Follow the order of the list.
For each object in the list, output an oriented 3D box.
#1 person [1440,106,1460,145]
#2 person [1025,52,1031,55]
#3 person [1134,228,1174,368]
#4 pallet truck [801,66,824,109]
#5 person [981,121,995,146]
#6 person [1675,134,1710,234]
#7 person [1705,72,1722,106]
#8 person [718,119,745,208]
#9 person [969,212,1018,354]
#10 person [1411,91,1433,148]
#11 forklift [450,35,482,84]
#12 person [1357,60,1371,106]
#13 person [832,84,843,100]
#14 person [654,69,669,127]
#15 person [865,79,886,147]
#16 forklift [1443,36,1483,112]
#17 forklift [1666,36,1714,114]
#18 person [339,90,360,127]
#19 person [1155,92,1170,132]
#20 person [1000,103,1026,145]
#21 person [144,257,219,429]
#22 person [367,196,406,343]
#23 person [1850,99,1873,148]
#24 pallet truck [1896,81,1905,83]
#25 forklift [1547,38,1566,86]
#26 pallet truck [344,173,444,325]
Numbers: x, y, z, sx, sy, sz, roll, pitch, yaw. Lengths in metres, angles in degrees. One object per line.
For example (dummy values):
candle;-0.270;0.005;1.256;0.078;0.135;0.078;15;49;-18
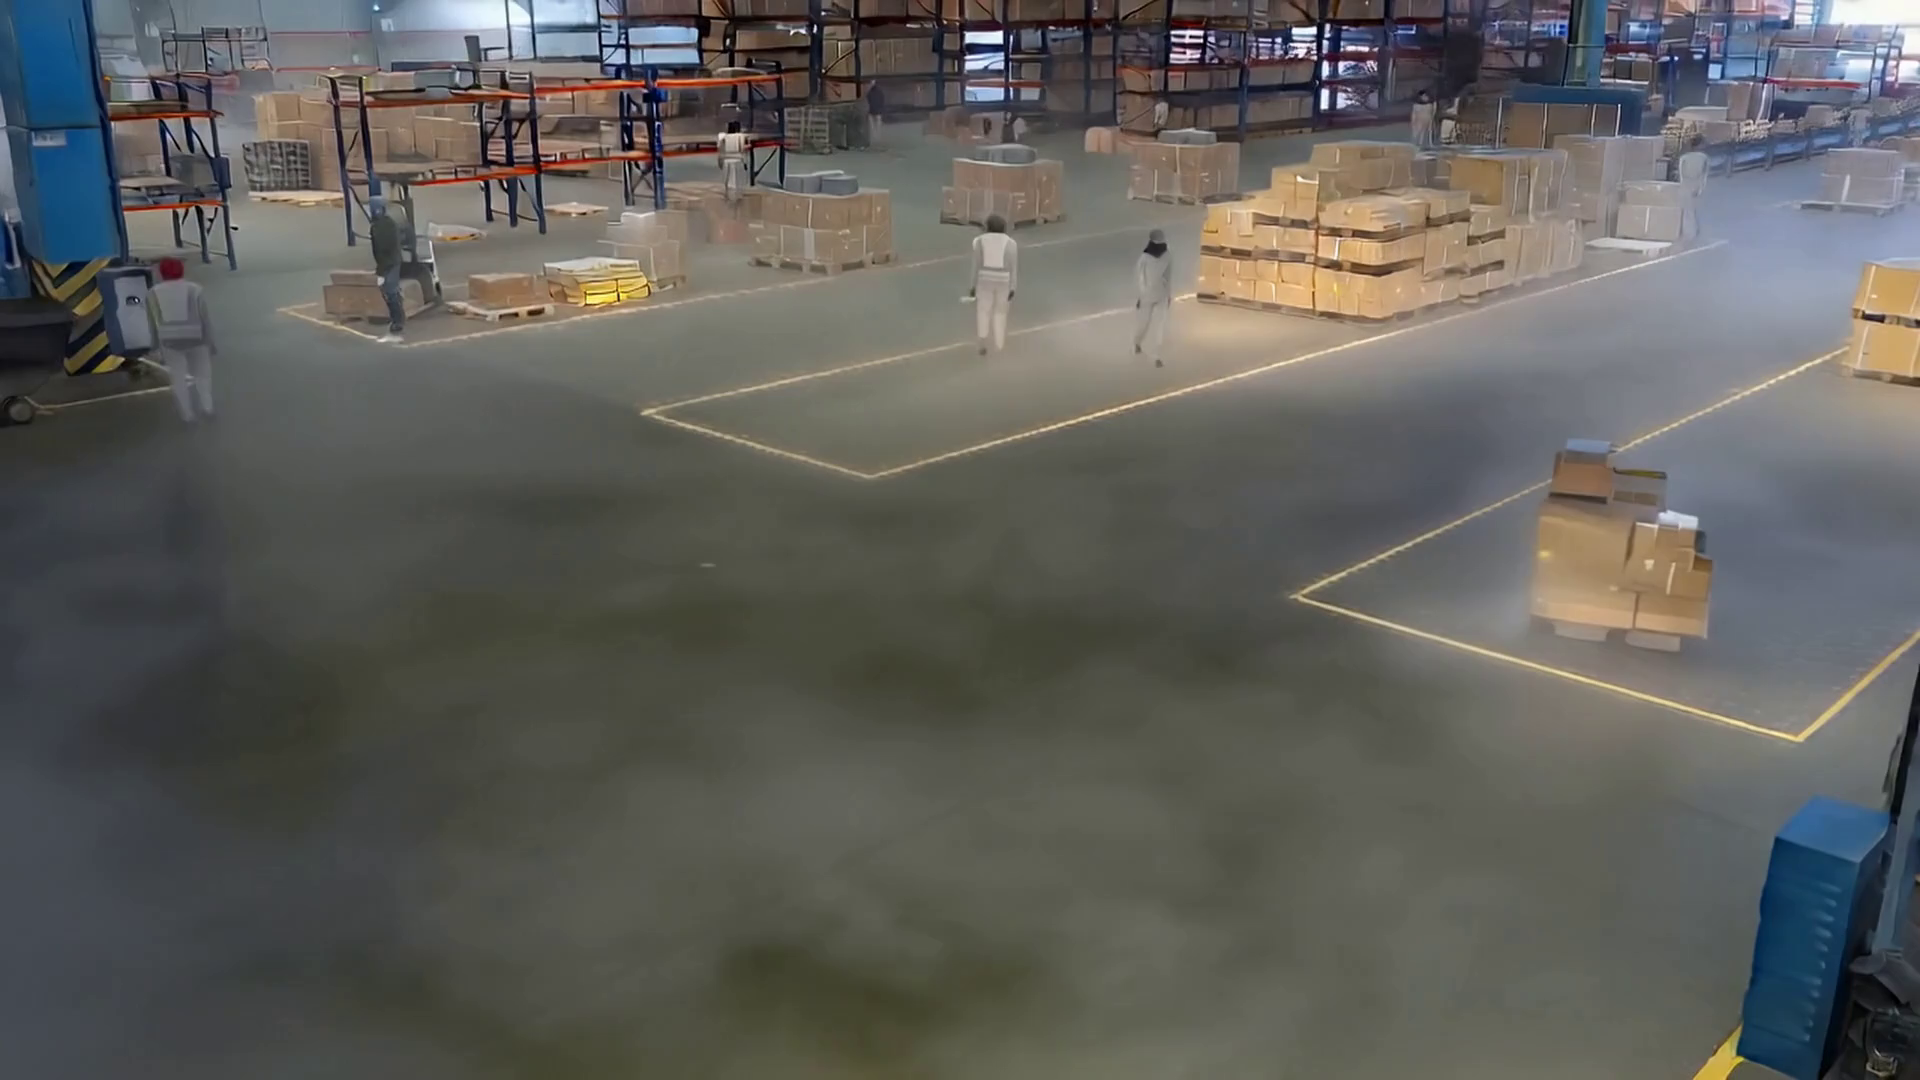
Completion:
person;11.422;-9.143;38.826;0.388;1.929;0.539;-9;21;-26
person;3.060;-21.368;75.693;0.407;1.902;0.638;14;23;36
person;2.403;-3.045;20.764;0.492;1.729;0.577;-2;19;-7
pallet truck;-4.812;-15.182;56.903;0.823;1.965;1.885;-9;21;-26
person;0.659;-8.017;35.559;0.725;1.851;0.517;3;19;9
person;13.781;-6.674;31.398;0.553;1.922;0.419;-1;18;-2
person;26.984;-15.889;59.529;0.523;1.679;0.715;16;24;40
person;-4.897;-8.081;35.706;0.574;1.876;0.356;-6;19;-18
person;0.421;-3.242;21.201;0.629;1.831;0.610;2;18;6
person;12.765;-11.500;46.084;0.601;1.814;0.430;14;23;36
forklift;-18.327;-17.607;62.830;1.873;2.768;1.129;-11;21;-29
person;16.248;-18.327;66.717;0.625;1.796;0.614;0;18;0
person;-3.855;-13.574;52.624;0.307;1.637;0.511;8;20;24
person;-10.128;-14.988;56.459;0.588;1.911;0.396;8;20;23
person;-2.575;-12.812;49.837;0.647;1.942;0.990;-4;19;-13
forklift;19.119;-17.448;62.351;1.873;2.768;1.129;16;24;40
forklift;27.341;-17.291;61.877;1.129;2.768;1.873;17;25;41
person;-16.298;-11.003;44.404;0.374;1.939;0.628;12;22;32
person;5.773;-11.930;47.577;0.319;1.696;0.532;16;24;39
person;1.251;-9.270;39.024;1.008;2.000;0.692;-16;24;-40
person;-8.318;-2.137;17.870;0.661;1.818;0.727;-4;19;-12
person;-7.620;-3.595;22.088;0.375;1.938;0.627;-1;18;-4
person;24.775;-11.290;45.739;0.510;1.624;0.372;17;25;41
pallet truck;34.802;-16.331;61.455;0.653;1.274;1.630;17;25;41
forklift;21.472;-16.695;60.082;1.873;2.768;1.129;2;18;5
pallet truck;-8.209;-4.181;23.757;0.823;1.965;1.885;3;19;9
